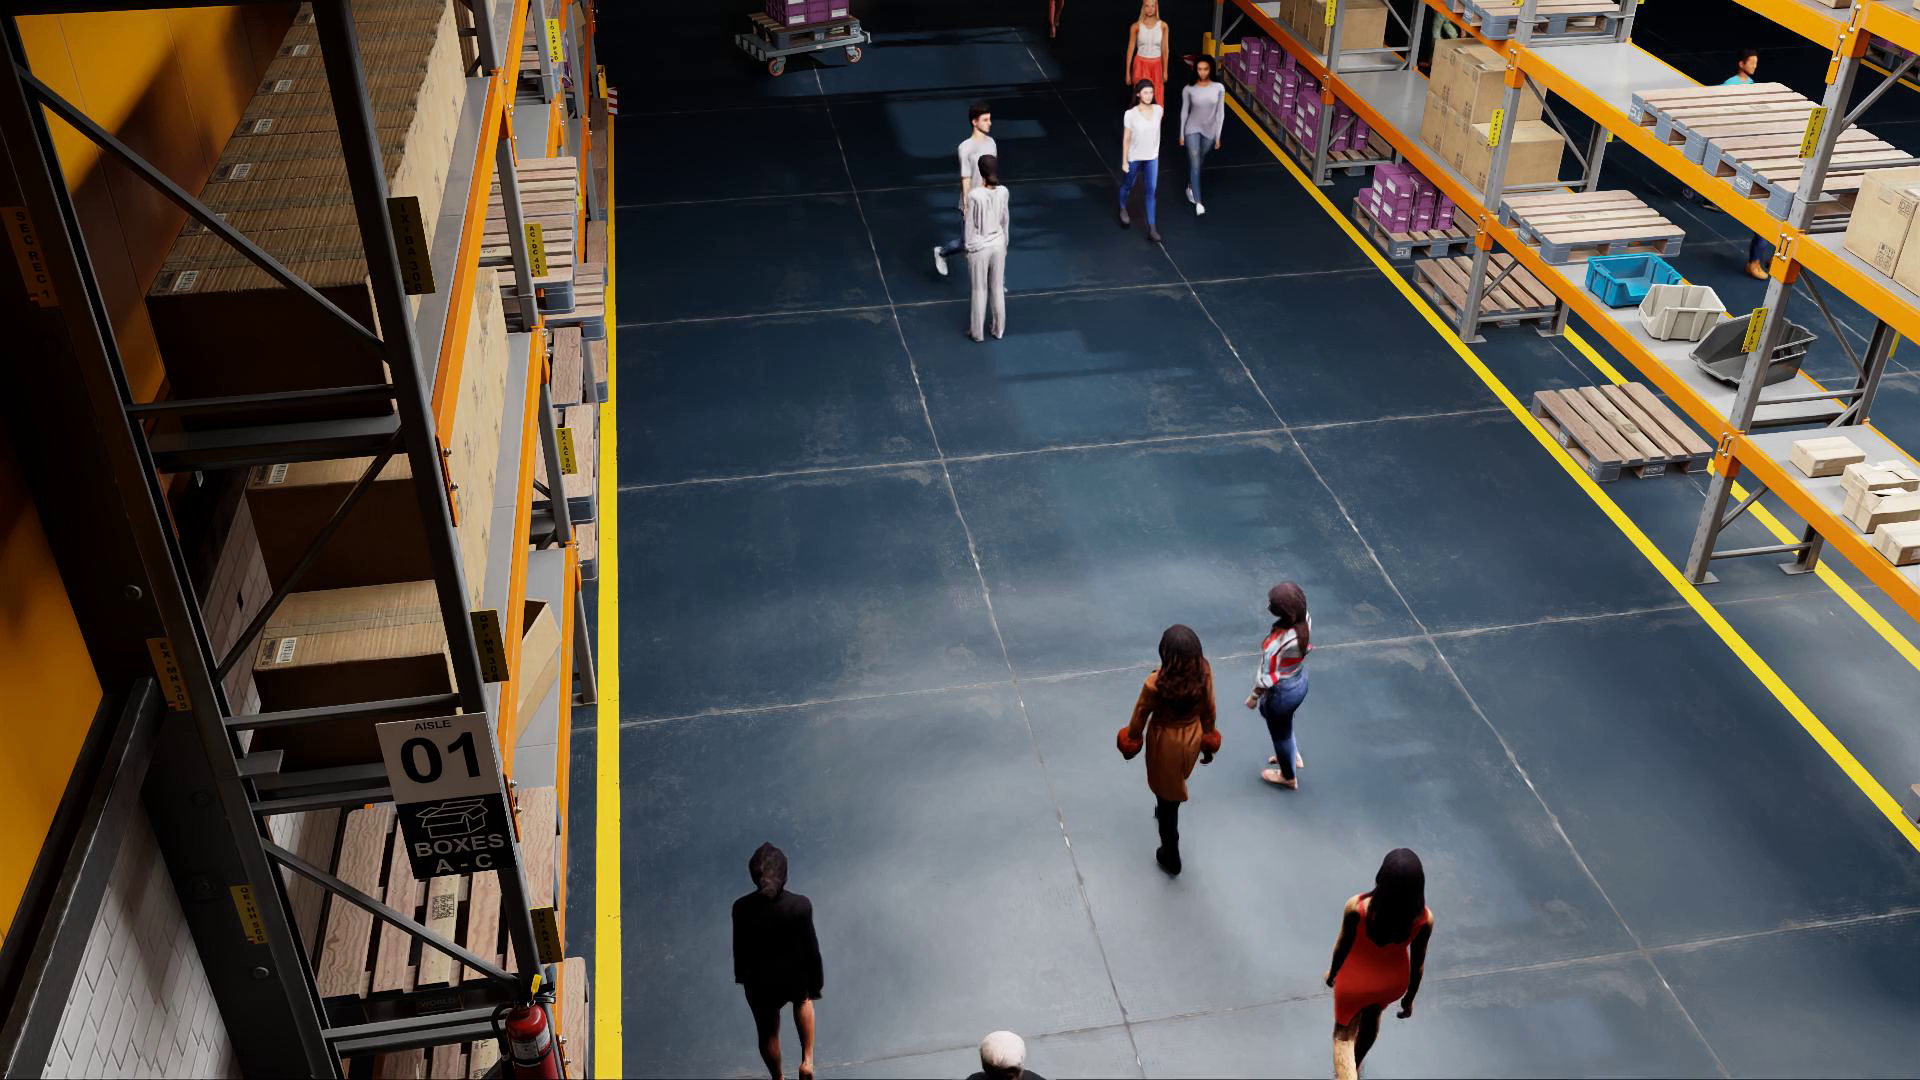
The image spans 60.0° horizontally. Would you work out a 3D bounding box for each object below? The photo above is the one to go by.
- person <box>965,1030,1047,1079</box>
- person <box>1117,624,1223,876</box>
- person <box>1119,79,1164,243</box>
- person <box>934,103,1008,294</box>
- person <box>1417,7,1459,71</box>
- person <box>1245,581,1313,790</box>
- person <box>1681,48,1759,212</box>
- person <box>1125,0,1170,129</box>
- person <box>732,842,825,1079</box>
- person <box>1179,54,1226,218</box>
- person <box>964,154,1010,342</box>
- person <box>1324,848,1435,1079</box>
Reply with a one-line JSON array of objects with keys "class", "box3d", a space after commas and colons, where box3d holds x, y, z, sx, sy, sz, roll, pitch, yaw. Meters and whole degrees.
[{"class": "person", "box3d": [0.258, 2.762, 7.519, 0.812, 1.770, 0.865, 1, 34, 2]}, {"class": "person", "box3d": [1.245, 1.240, 9.437, 0.784, 1.712, 0.834, -10, 35, -14]}, {"class": "person", "box3d": [1.838, -3.969, 17.344, 0.751, 1.636, 1.172, -11, 35, -16]}, {"class": "person", "box3d": [0.106, -3.296, 16.121, 1.174, 1.867, 1.040, 28, 43, 35]}, {"class": "person", "box3d": [6.432, -7.028, 21.751, 0.908, 1.852, 1.023, -24, 40, -31]}, {"class": "person", "box3d": [2.014, 0.928, 10.017, 0.765, 1.590, 0.690, 22, 40, 30]}, {"class": "person", "box3d": [8.171, -4.420, 17.908, 0.810, 1.761, 0.907, -21, 39, -29]}, {"class": "person", "box3d": [2.197, -5.521, 19.546, 0.785, 1.782, 0.984, 2, 34, 2]}, {"class": "person", "box3d": [-0.869, 2.190, 8.083, 0.574, 1.629, 0.570, -7, 34, -10]}, {"class": "person", "box3d": [2.586, -4.398, 17.940, 0.678, 1.690, 1.162, -2, 34, -3]}, {"class": "person", "box3d": [0.254, -2.669, 15.267, 0.628, 1.770, 0.592, -13, 36, -19]}, {"class": "person", "box3d": [1.984, 2.198, 8.014, 0.743, 1.692, 1.114, 2, 34, 3]}]
